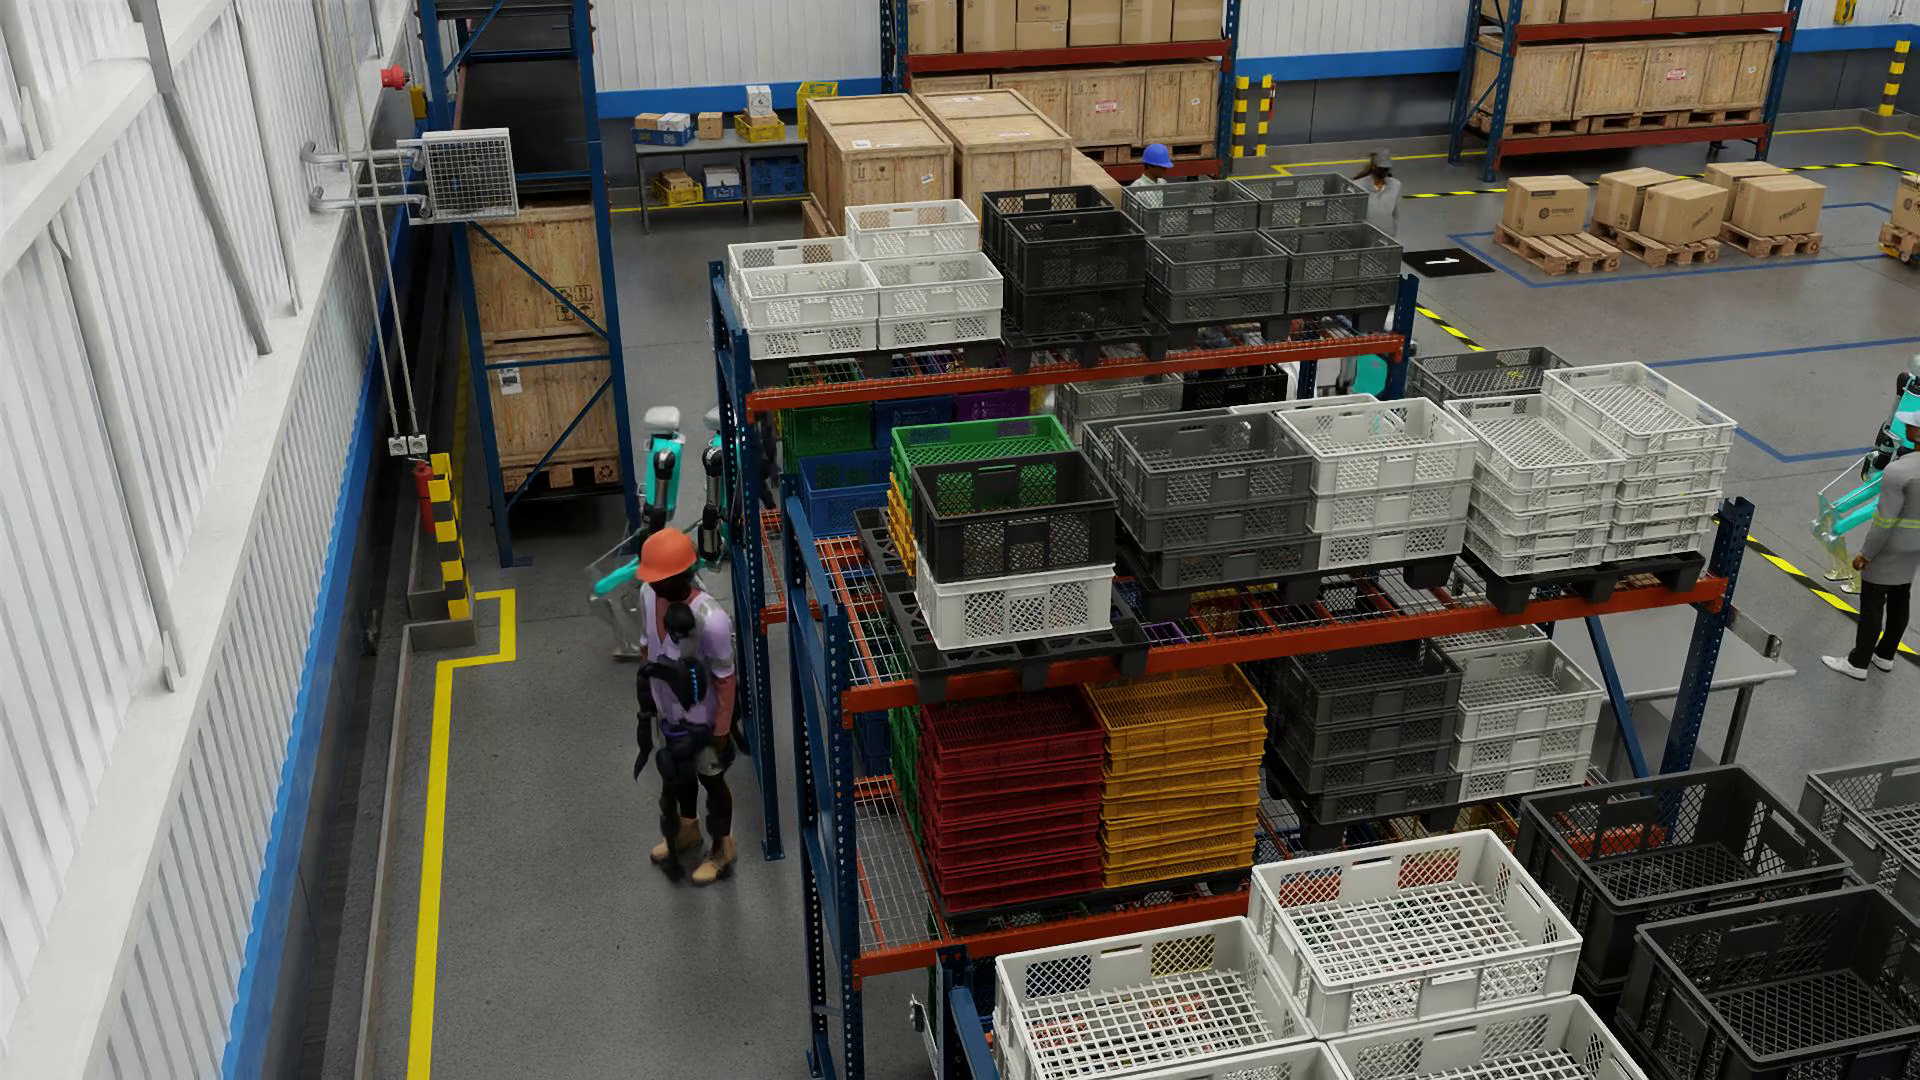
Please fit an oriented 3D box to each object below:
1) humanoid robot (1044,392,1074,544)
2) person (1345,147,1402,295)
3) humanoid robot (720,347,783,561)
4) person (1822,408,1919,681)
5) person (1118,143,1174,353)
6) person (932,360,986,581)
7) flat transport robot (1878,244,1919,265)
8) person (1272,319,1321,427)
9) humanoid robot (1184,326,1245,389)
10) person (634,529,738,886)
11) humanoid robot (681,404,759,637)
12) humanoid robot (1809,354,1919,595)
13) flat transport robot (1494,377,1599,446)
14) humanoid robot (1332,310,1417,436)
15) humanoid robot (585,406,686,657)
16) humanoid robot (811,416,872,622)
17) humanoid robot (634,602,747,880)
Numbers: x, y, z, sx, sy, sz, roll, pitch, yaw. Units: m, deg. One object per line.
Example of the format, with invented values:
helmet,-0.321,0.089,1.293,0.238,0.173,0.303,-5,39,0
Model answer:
humanoid robot,0.410,-0.136,10.824,0.809,1.849,0.561,8,29,14
person,3.911,-2.886,15.910,0.572,1.769,0.399,-5,28,-9
humanoid robot,-1.471,-0.651,11.822,0.789,1.621,0.591,-17,32,-29
person,5.801,0.007,10.334,0.597,1.851,0.381,-11,30,-20
person,1.731,-2.710,15.402,0.410,1.939,0.606,20,34,33
person,0.046,-0.406,11.138,0.404,1.830,0.600,21,34,34
flat transport robot,10.569,-2.991,17.691,0.652,0.197,1.431,-6,28,-12
person,2.317,-0.677,11.601,0.356,1.882,0.573,10,29,18
humanoid robot,1.906,-1.063,12.597,0.583,1.644,0.491,-16,32,-28
person,-1.420,0.856,8.523,0.615,2.039,0.381,21,34,34
humanoid robot,-1.631,-0.097,10.510,0.735,1.677,0.533,11,30,19
humanoid robot,6.075,-0.428,11.143,0.735,1.673,0.533,-1,28,-2
flat transport robot,4.780,-1.036,14.013,0.659,0.231,1.431,-6,28,-12
humanoid robot,3.007,-0.965,12.278,0.597,1.753,0.877,8,29,15
humanoid robot,-2.082,0.059,10.488,0.814,1.877,0.530,-3,28,-5
humanoid robot,-0.823,-0.233,10.959,0.599,1.659,0.315,10,29,18
humanoid robot,-1.383,1.032,8.563,0.600,1.650,0.352,-14,31,-25
